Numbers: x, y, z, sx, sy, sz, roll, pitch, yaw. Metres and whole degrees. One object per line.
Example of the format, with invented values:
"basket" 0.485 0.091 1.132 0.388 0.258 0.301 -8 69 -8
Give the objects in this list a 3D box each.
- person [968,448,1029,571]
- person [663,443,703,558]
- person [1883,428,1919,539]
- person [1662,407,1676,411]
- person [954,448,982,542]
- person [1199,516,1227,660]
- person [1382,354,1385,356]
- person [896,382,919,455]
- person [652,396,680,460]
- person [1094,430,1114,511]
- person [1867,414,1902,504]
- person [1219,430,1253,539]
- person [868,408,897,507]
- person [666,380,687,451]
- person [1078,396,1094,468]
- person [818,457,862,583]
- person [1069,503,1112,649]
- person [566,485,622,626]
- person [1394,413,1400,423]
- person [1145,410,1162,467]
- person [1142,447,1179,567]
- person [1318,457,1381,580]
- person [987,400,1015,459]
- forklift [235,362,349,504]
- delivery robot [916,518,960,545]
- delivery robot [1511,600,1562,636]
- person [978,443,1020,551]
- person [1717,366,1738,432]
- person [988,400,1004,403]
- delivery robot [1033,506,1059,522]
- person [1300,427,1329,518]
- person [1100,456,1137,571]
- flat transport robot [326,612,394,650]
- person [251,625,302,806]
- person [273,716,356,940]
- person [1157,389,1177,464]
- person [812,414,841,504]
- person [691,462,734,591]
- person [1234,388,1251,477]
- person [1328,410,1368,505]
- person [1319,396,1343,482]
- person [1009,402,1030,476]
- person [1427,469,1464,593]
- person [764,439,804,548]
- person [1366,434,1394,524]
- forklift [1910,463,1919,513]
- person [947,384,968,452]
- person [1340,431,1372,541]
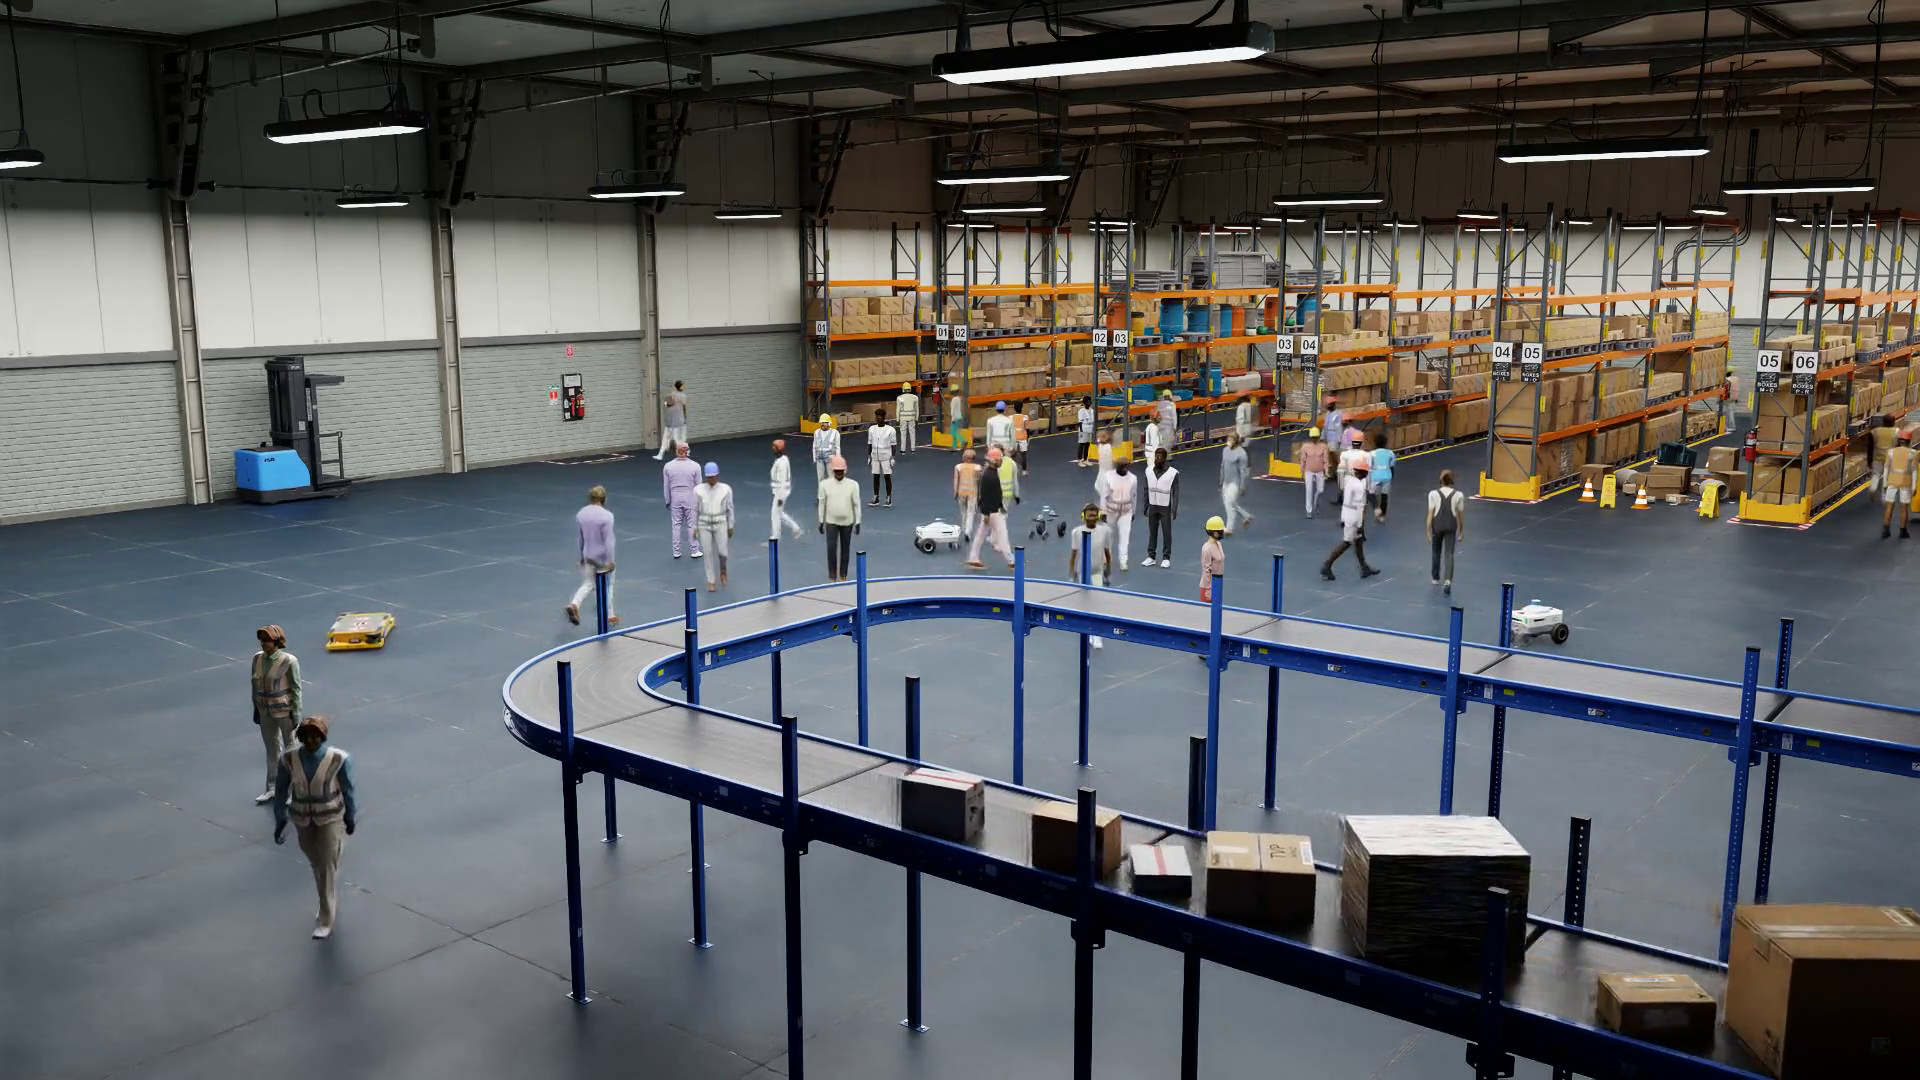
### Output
"person" 0.586 -0.483 24.691 1.006 1.939 0.624 0 10 1
"person" -4.537 -0.652 25.770 0.654 1.906 0.407 1 10 3
"person" 16.655 -1.009 27.687 0.369 1.936 0.549 -10 14 -43
"person" 20.477 -4.080 45.140 0.461 1.882 0.662 -10 14 -43
"person" 0.137 -0.797 27.451 0.515 1.603 0.830 2 10 11
"person" 3.111 0.583 19.213 0.313 1.769 0.525 5 11 25
"person" 14.673 -5.667 54.107 0.328 1.870 0.513 4 11 22
"person" -1.343 -3.083 39.666 0.603 1.828 0.404 -3 11 -18
"person" -7.147 -2.731 38.346 0.520 1.588 0.843 9 13 40
"person" 2.818 -1.335 30.402 0.373 1.610 0.534 -3 11 -18
"person" 18.623 -1.626 31.476 0.629 1.828 0.477 8 13 39
"person" 4.893 -0.998 27.696 0.722 1.917 0.636 -4 11 -23
"person" -1.570 -1.648 31.203 0.614 1.964 0.361 4 11 21
"person" -7.248 -3.165 40.102 0.523 1.848 0.741 5 11 28
"person" 3.000 -2.580 37.211 0.321 1.696 0.536 8 13 39
"person" -1.791 -0.247 23.319 0.647 1.960 0.905 -1 10 -4
"person" 1.644 0.463 19.683 0.555 1.829 0.898 0 10 3
"person" -4.876 0.233 20.783 0.635 1.917 0.757 6 12 32
"person" 12.705 -4.011 44.731 0.593 1.891 0.861 9 14 42
"person" 3.933 -1.699 31.731 0.351 1.882 0.582 -1 10 -4
"person" 3.218 -0.532 25.060 0.589 1.920 0.398 7 12 33
"person" 5.998 -0.334 24.042 0.976 1.904 0.548 0 10 -2
"person" 0.860 -2.019 33.420 0.618 1.928 0.813 3 11 18
"forklift" -13.803 -2.244 32.110 1.129 2.768 1.873 8 13 37
"delivery robot" -0.366 -0.121 26.421 0.707 0.478 0.477 -3 11 -14
"delivery robot" 7.376 1.011 20.066 0.707 0.478 0.477 -5 11 -28
"person" 0.621 -0.743 26.603 0.714 1.783 0.919 -7 12 -34
"person" 22.085 -4.083 45.116 0.617 1.889 0.786 -6 12 -31
"person" 1.062 -4.126 45.061 0.536 2.000 0.673 -10 14 -43
"delivery robot" 1.528 -0.482 27.743 0.335 0.223 0.698 5 11 27
"person" 6.755 -1.304 29.868 0.542 1.751 0.484 1 10 7
"person" 2.526 -0.468 25.049 0.628 1.803 0.936 -1 10 -7
"flat transport robot" -7.770 1.161 20.286 0.652 0.197 1.431 -2 10 -13
"person" -6.134 1.563 14.059 0.513 1.639 0.311 3 11 18
"person" -4.678 2.072 11.316 0.519 1.595 0.869 0 10 -2
"person" 4.971 -2.736 37.774 0.545 1.806 0.621 -7 12 -35
"person" -2.702 -1.632 31.493 0.596 1.832 0.404 3 11 18
"person" -3.665 -0.200 23.154 0.618 1.928 0.435 -1 10 -6
"person" 6.335 -2.461 35.643 0.785 2.016 0.619 7 12 35
"person" 7.814 -1.637 31.295 0.742 1.915 0.554 1 10 3
"person" 8.239 -2.252 34.822 0.649 1.889 0.576 -4 11 -19
"person" 1.329 -2.298 35.616 0.536 1.699 0.321 1 10 8
"person" 7.202 -0.146 23.216 0.522 1.813 0.929 2 10 12
"person" -3.029 -0.799 26.781 0.631 1.862 0.617 -2 10 -12
"person" 7.838 -1.141 29.151 0.565 1.684 0.389 0 10 -2
"forklift" 19.034 -1.348 28.998 2.313 2.155 1.214 8 13 37
"person" -0.066 -3.120 40.090 0.505 1.743 0.537 3 10 16
"person" 6.897 -0.941 27.310 0.542 1.938 0.358 3 11 17
